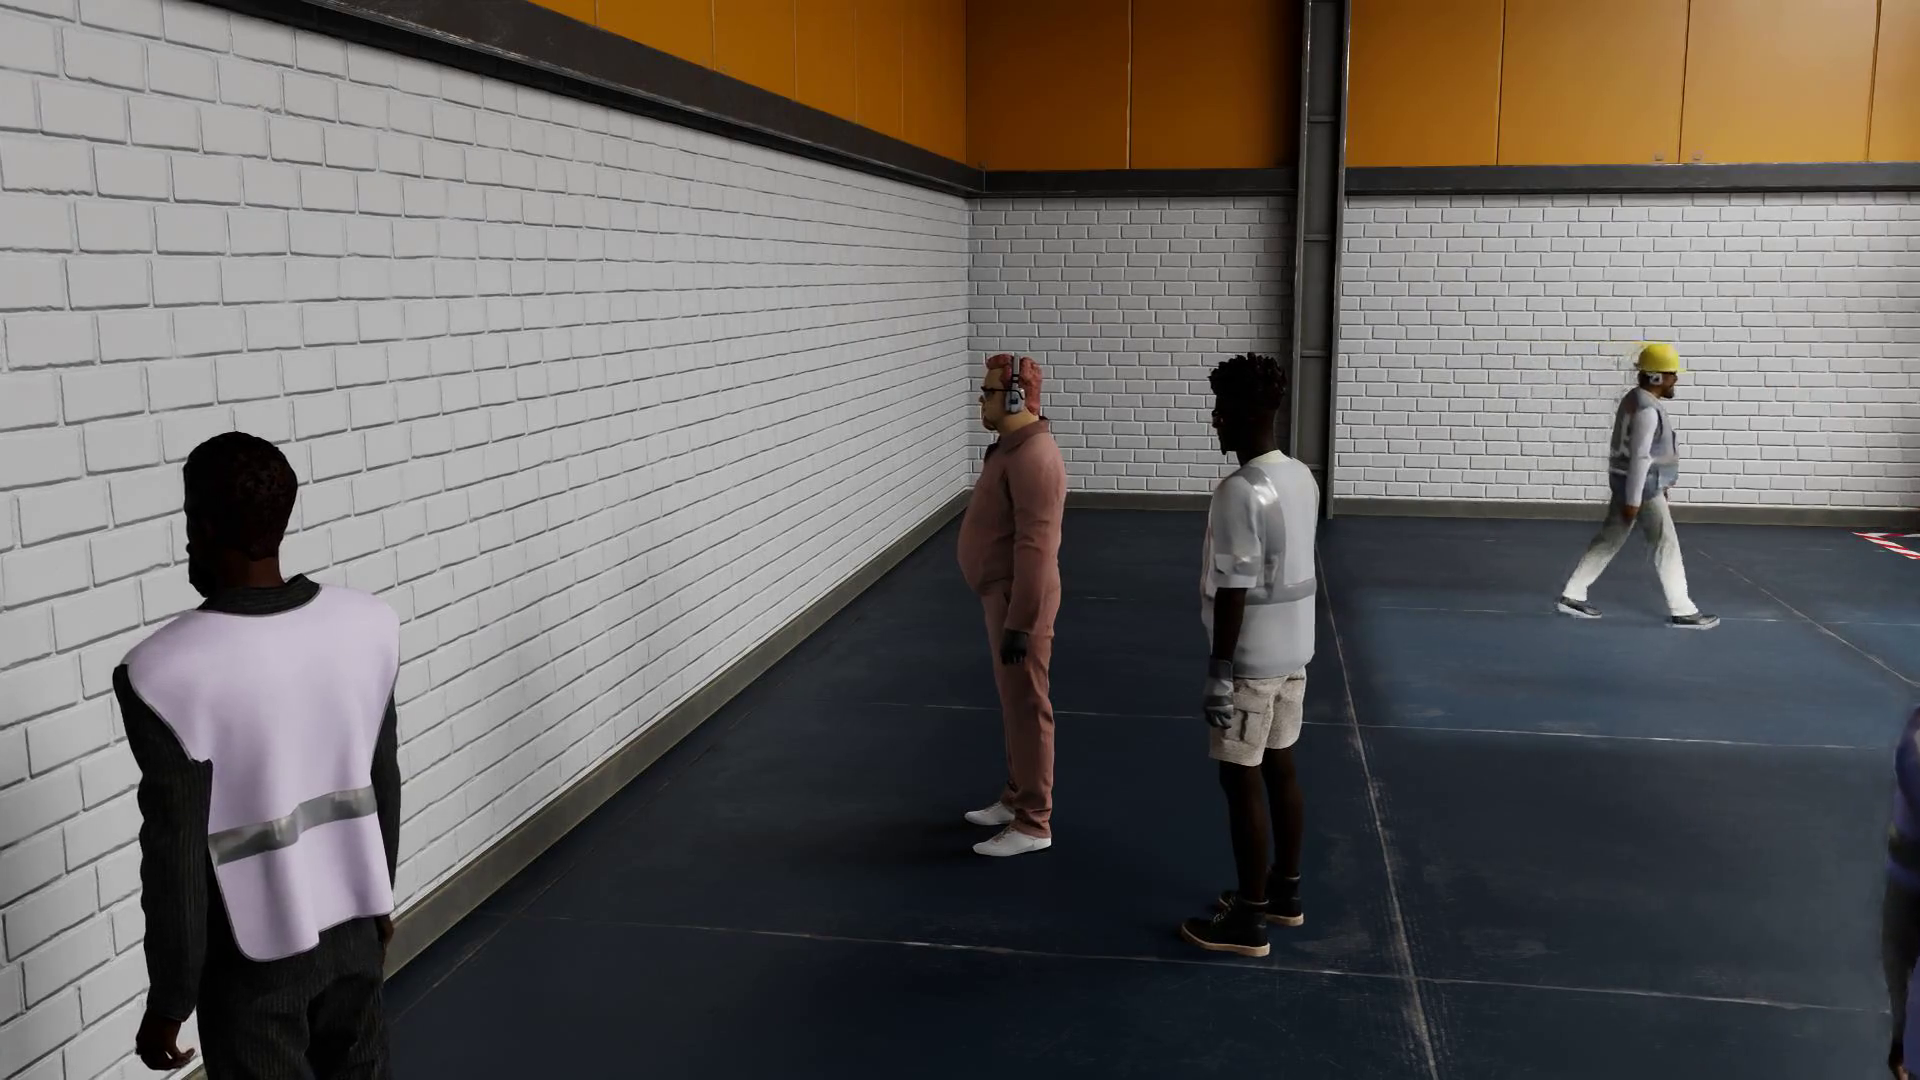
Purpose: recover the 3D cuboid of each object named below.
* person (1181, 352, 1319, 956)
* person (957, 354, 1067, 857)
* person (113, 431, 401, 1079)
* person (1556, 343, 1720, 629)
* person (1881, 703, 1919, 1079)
[{"bbox_3d":[0.966,0.368,5.465,0.375,1.958,0.606,6,11,33],"label":"person"},{"bbox_3d":[0.194,0.247,6.366,0.407,1.910,0.639,0,9,-2],"label":"person"},{"bbox_3d":[-1.300,0.751,3.200,0.398,1.920,0.589,5,10,28],"label":"person"},{"bbox_3d":[4.256,-0.343,10.431,0.944,1.788,0.601,2,9,12],"label":"person"},{"bbox_3d":[1.796,0.845,2.725,0.996,1.879,0.566,-7,11,-35],"label":"person"}]
